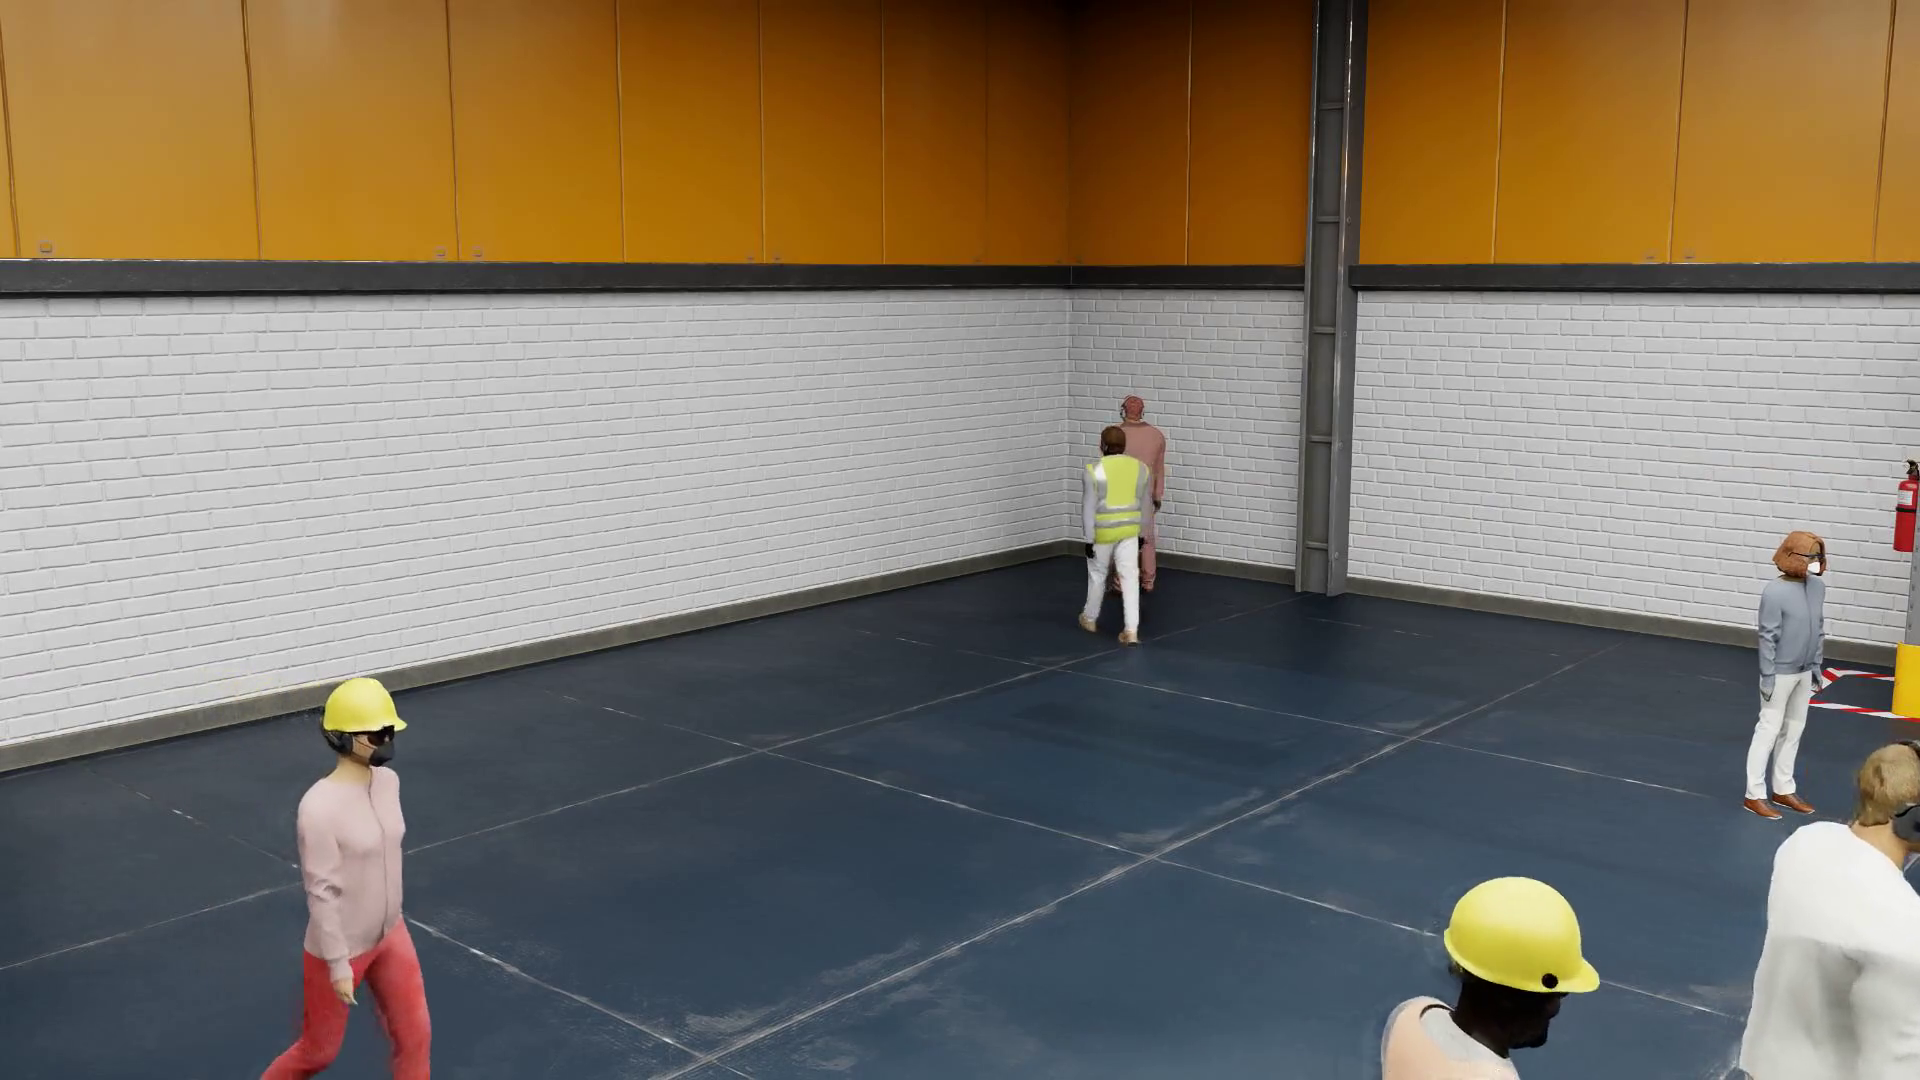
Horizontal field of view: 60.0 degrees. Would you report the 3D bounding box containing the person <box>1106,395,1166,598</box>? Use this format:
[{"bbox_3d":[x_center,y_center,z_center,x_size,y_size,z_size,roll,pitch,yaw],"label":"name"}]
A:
[{"bbox_3d":[1.615,-0.411,15.716,0.651,1.906,0.403,-4,10,-23],"label":"person"}]

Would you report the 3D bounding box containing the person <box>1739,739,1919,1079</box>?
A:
[{"bbox_3d":[2.200,1.424,4.224,0.508,1.904,0.649,1,9,5],"label":"person"}]

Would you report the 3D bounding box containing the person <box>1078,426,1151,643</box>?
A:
[{"bbox_3d":[1.285,-0.056,13.881,0.637,1.793,0.983,-3,9,-16],"label":"person"}]

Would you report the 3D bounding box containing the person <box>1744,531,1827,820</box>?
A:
[{"bbox_3d":[4.646,0.749,9.318,0.493,1.624,0.280,-5,10,-30],"label":"person"}]

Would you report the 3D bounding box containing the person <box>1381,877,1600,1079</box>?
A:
[{"bbox_3d":[0.931,1.574,3.360,0.867,1.892,0.602,-2,9,-10],"label":"person"}]

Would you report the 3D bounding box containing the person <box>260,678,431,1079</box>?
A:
[{"bbox_3d":[-2.061,1.298,5.499,0.811,1.741,0.514,3,9,17],"label":"person"}]
